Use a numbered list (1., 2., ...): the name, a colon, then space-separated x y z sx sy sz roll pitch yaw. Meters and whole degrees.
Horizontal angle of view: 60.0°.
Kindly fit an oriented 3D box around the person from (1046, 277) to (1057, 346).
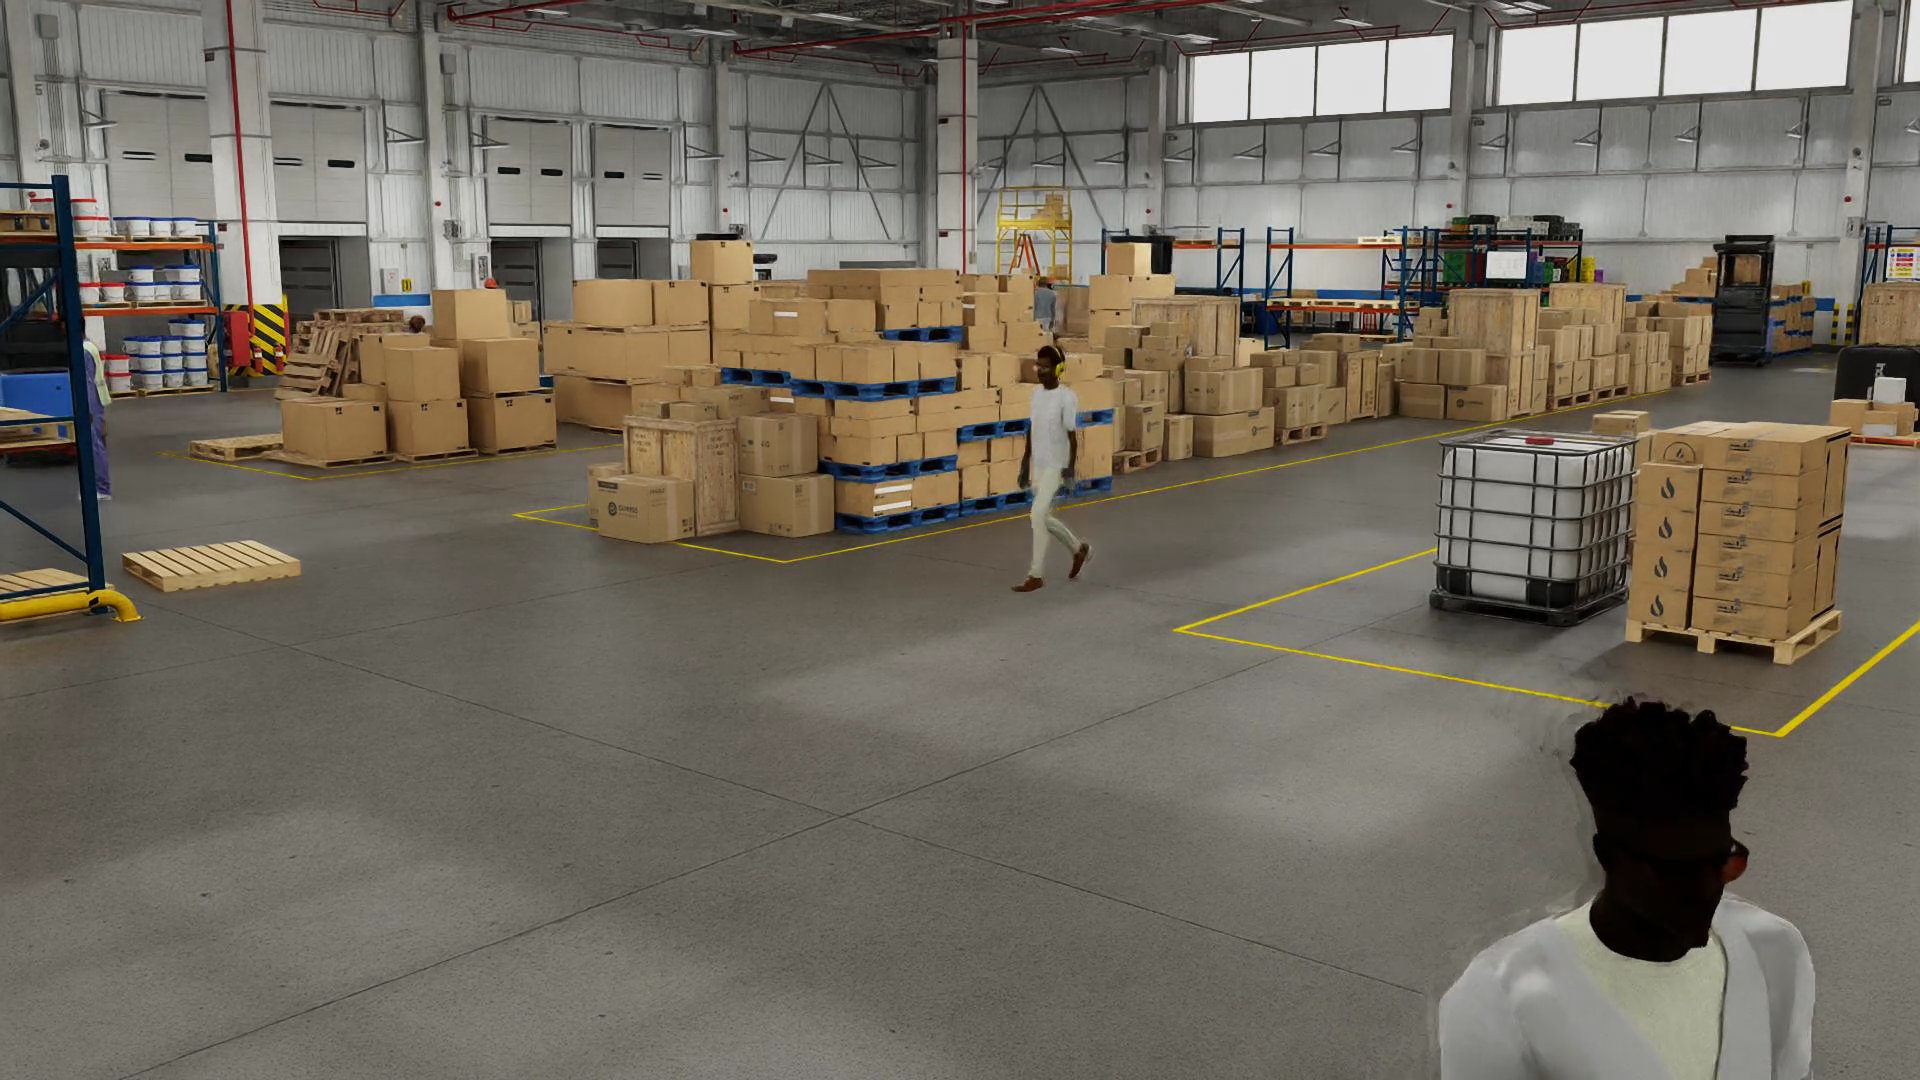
1. person: 1.959 -5.017 37.767 0.846 1.902 0.567 5 11 26

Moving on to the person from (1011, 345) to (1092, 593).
1. person: 0.691 -0.547 12.472 0.778 1.840 0.543 -6 12 -31

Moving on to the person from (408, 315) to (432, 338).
1. person: -7.848 -2.451 24.003 0.820 1.603 0.524 9 13 41

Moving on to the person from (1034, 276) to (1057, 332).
1. person: 1.866 -4.981 37.513 0.659 1.905 0.445 -3 10 -16

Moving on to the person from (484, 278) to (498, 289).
1. person: -9.517 -4.354 33.861 0.357 1.936 0.551 3 10 18

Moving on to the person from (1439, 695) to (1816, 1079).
1. person: 0.982 1.148 2.576 0.607 1.930 0.950 -4 11 -20

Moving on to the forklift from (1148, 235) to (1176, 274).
1. forklift: 4.571 -5.527 37.859 1.873 2.768 1.129 5 11 24

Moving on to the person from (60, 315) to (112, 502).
1. person: -8.823 -1.348 16.855 0.395 1.908 0.597 -6 12 -32

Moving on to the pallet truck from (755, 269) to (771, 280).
1. pallet truck: -4.996 -6.432 45.525 1.885 1.965 0.823 -6 12 -32

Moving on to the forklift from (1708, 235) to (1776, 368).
1. forklift: 16.912 -5.169 35.824 1.129 2.768 1.873 7 12 34

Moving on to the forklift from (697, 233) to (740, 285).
1. forklift: -4.672 -4.559 32.351 1.873 2.768 1.129 6 11 29

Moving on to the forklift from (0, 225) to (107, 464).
1. forklift: -11.165 -2.406 20.093 1.129 2.768 1.873 -7 12 -36

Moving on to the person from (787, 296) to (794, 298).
1. person: -2.287 -2.209 21.677 0.606 1.926 0.639 -9 13 -42
